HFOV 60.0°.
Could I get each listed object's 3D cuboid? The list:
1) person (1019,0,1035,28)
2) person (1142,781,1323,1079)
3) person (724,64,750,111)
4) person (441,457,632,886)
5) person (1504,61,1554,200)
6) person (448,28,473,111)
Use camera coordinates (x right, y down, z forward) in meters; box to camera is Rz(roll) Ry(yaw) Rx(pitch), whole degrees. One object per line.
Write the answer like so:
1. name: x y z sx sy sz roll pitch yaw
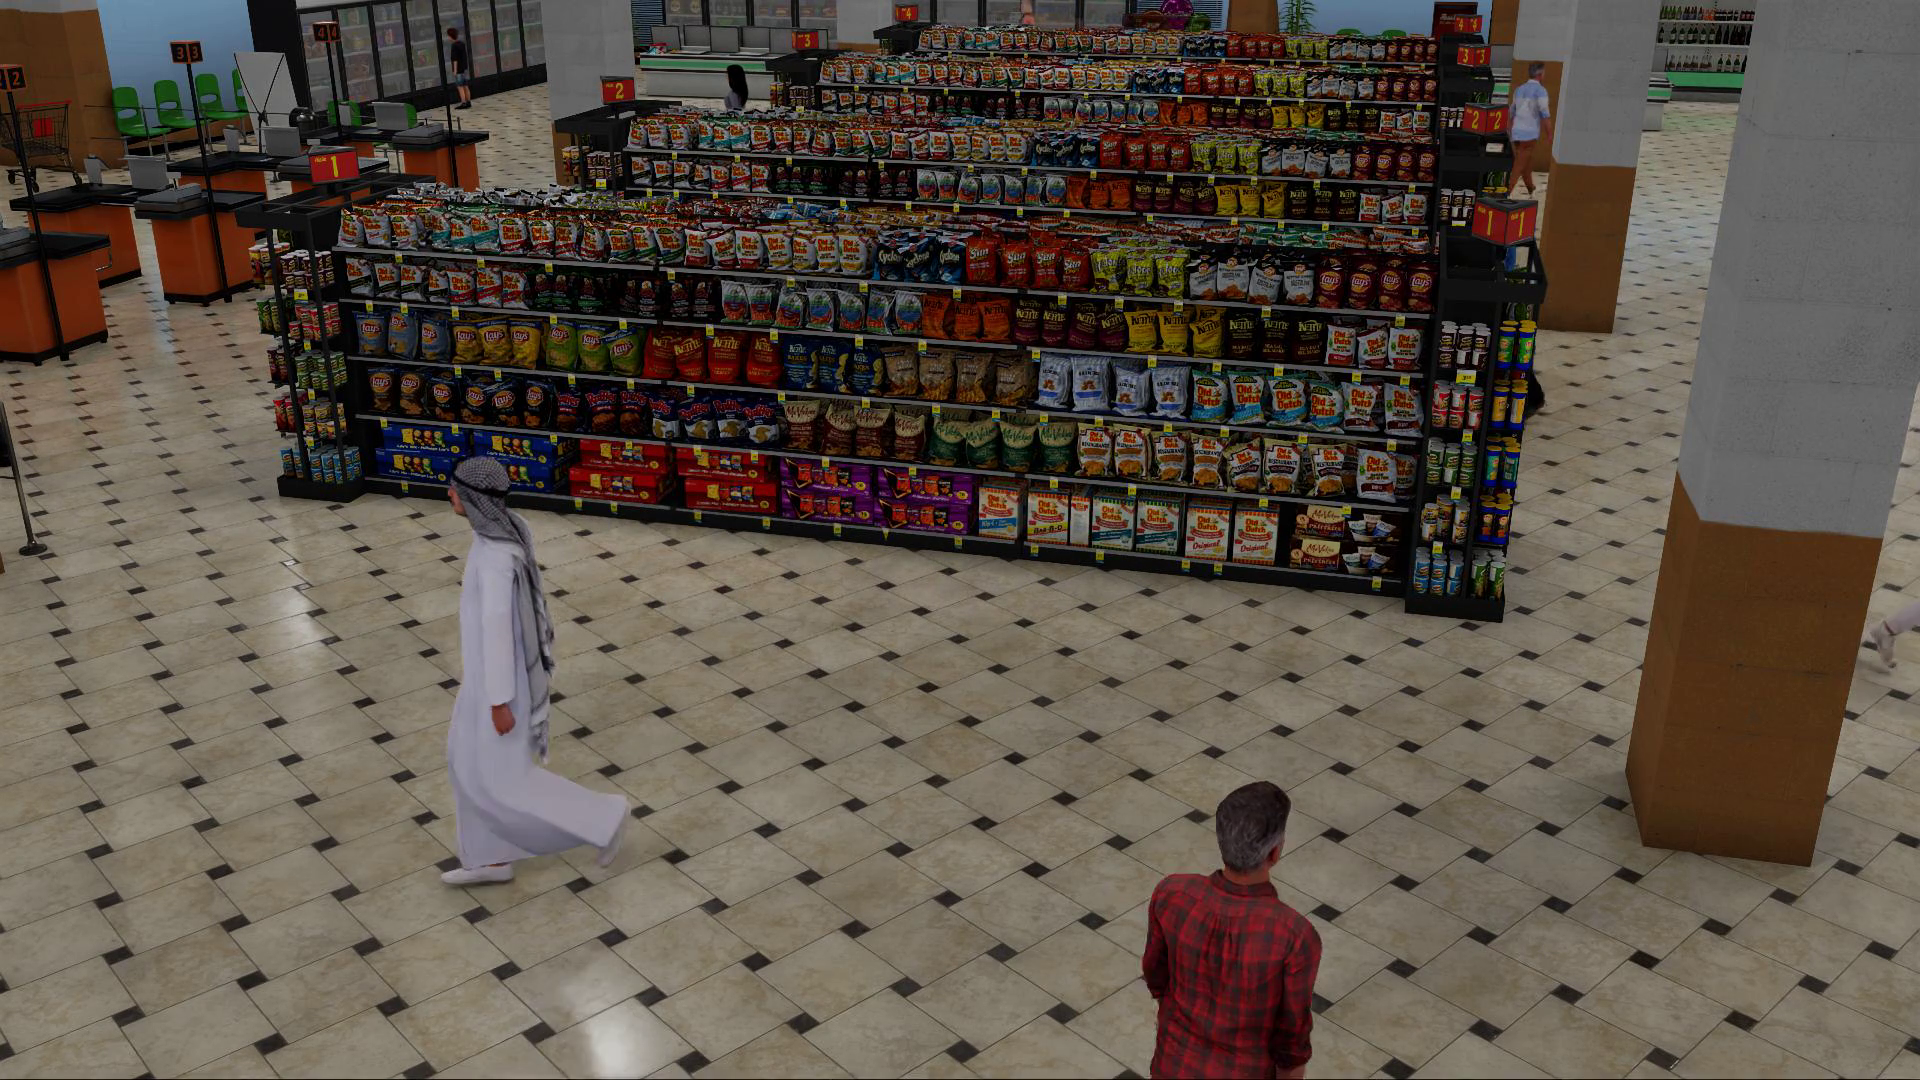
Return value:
1. person: 1.365 -9.880 33.160 0.873 1.713 0.634 7 23 17
2. person: 0.677 1.552 4.615 1.213 1.783 1.015 13 25 30
3. person: -2.887 -5.373 21.911 0.512 1.736 0.598 5 22 13
4. person: -1.799 0.583 6.864 1.175 1.902 1.010 -5 23 -13
5. person: 7.219 -5.189 21.392 1.236 1.782 1.113 -9 23 -20
6. person: -9.106 -8.580 30.281 0.497 1.447 0.524 5 23 13
